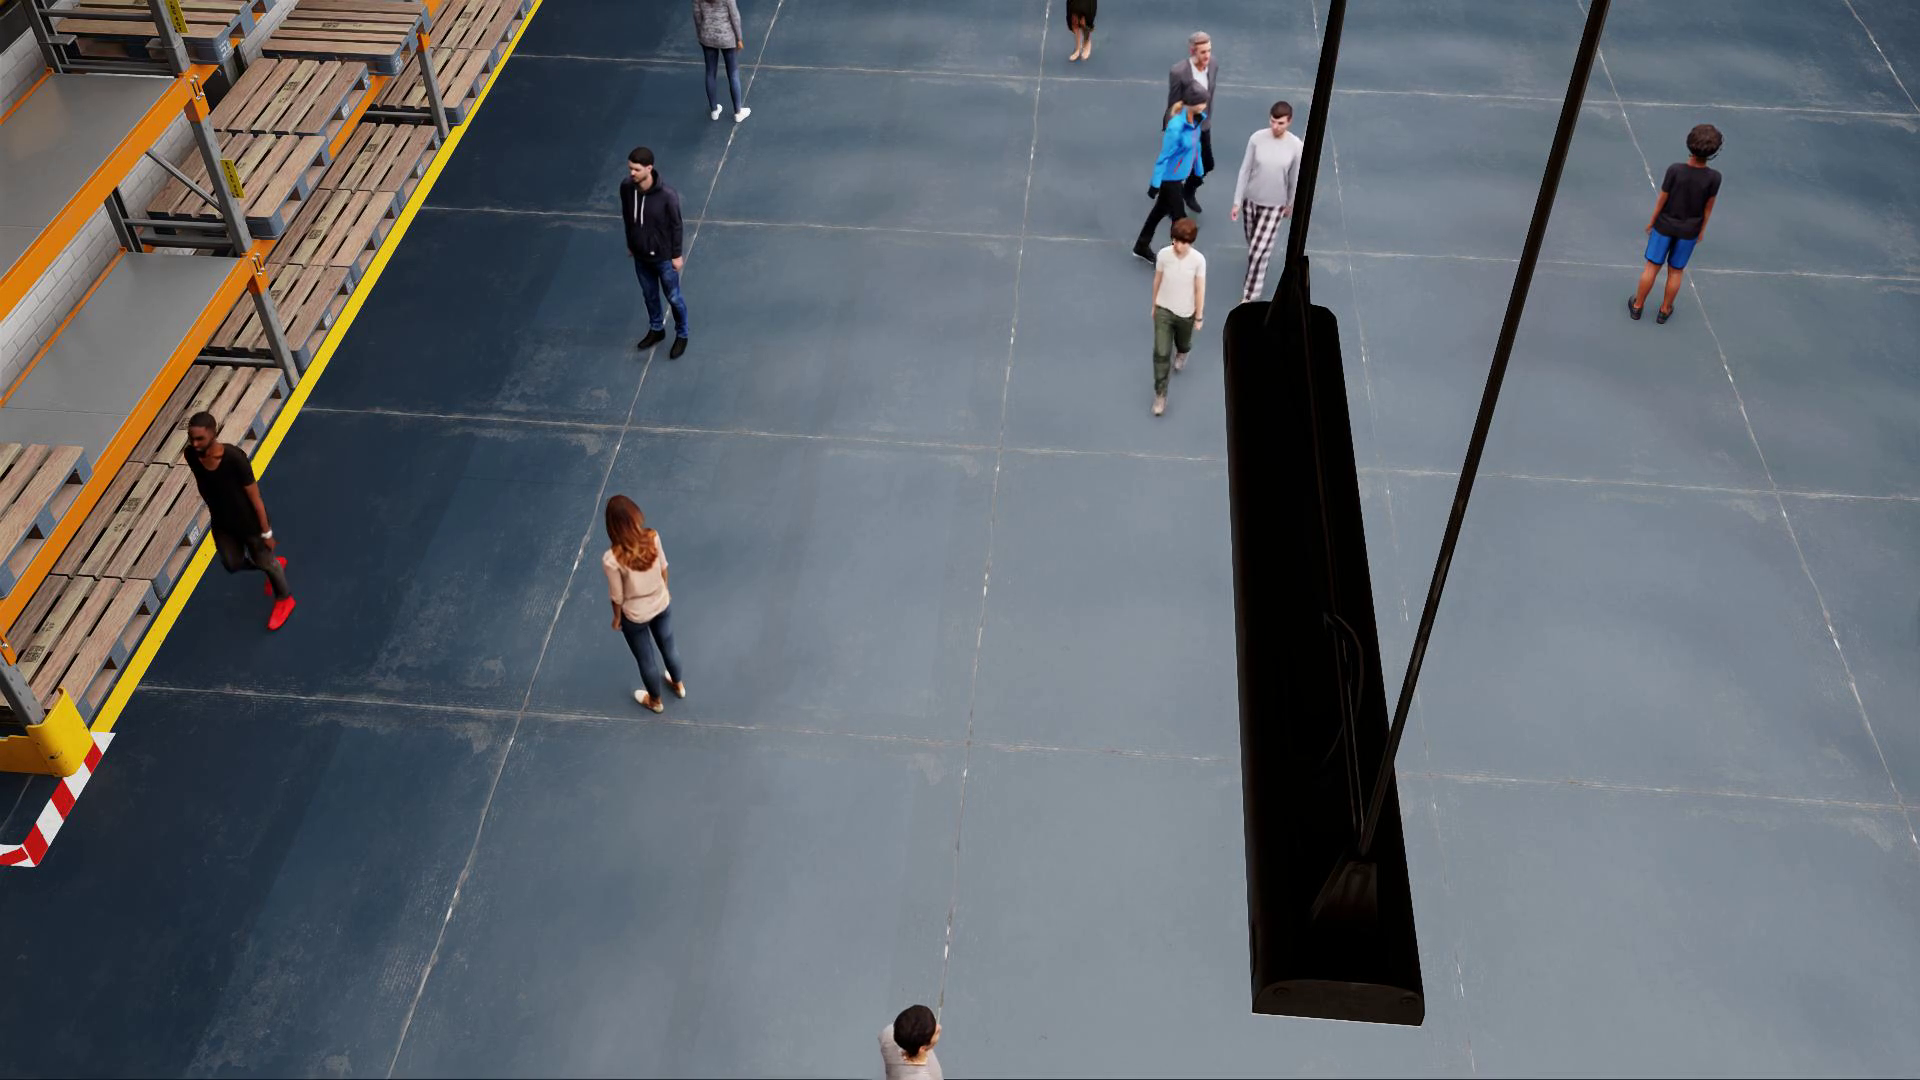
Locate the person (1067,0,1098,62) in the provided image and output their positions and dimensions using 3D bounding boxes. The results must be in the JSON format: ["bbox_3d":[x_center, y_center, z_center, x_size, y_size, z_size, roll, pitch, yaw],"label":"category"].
[{"bbox_3d":[1.314,-5.759,17.216,0.683,1.610,0.710,21,47,20],"label":"person"}]

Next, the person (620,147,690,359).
[{"bbox_3d":[-2.452,-2.345,13.426,0.737,1.895,0.687,17,46,17],"label":"person"}]

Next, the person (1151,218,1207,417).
[{"bbox_3d":[1.719,-1.836,13.083,0.721,1.631,1.110,12,45,12],"label":"person"}]

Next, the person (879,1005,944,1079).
[{"bbox_3d":[-0.301,2.831,8.149,0.982,1.679,1.155,-13,45,-13],"label":"person"}]

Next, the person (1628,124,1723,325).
[{"bbox_3d":[5.939,-2.597,13.765,0.659,1.792,0.637,14,45,14],"label":"person"}]

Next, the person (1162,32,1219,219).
[{"bbox_3d":[1.998,-3.762,14.964,0.854,1.824,0.866,-20,47,-20],"label":"person"}]

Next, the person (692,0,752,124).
[{"bbox_3d":[-2.364,-4.921,16.248,0.647,1.732,0.577,11,45,11],"label":"person"}]

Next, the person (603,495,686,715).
[{"bbox_3d":[-2.007,0.427,10.592,0.664,1.789,0.728,-31,51,-28],"label":"person"}]

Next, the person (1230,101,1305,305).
[{"bbox_3d":[2.596,-2.914,14.090,0.915,1.803,1.251,17,46,18],"label":"person"}]

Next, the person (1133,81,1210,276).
[{"bbox_3d":[1.760,-3.156,14.366,1.031,1.771,1.051,27,50,26],"label":"person"}]

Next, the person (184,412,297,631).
[{"bbox_3d":[-4.809,-0.198,11.246,0.687,1.793,0.753,7,44,8],"label":"person"}]
